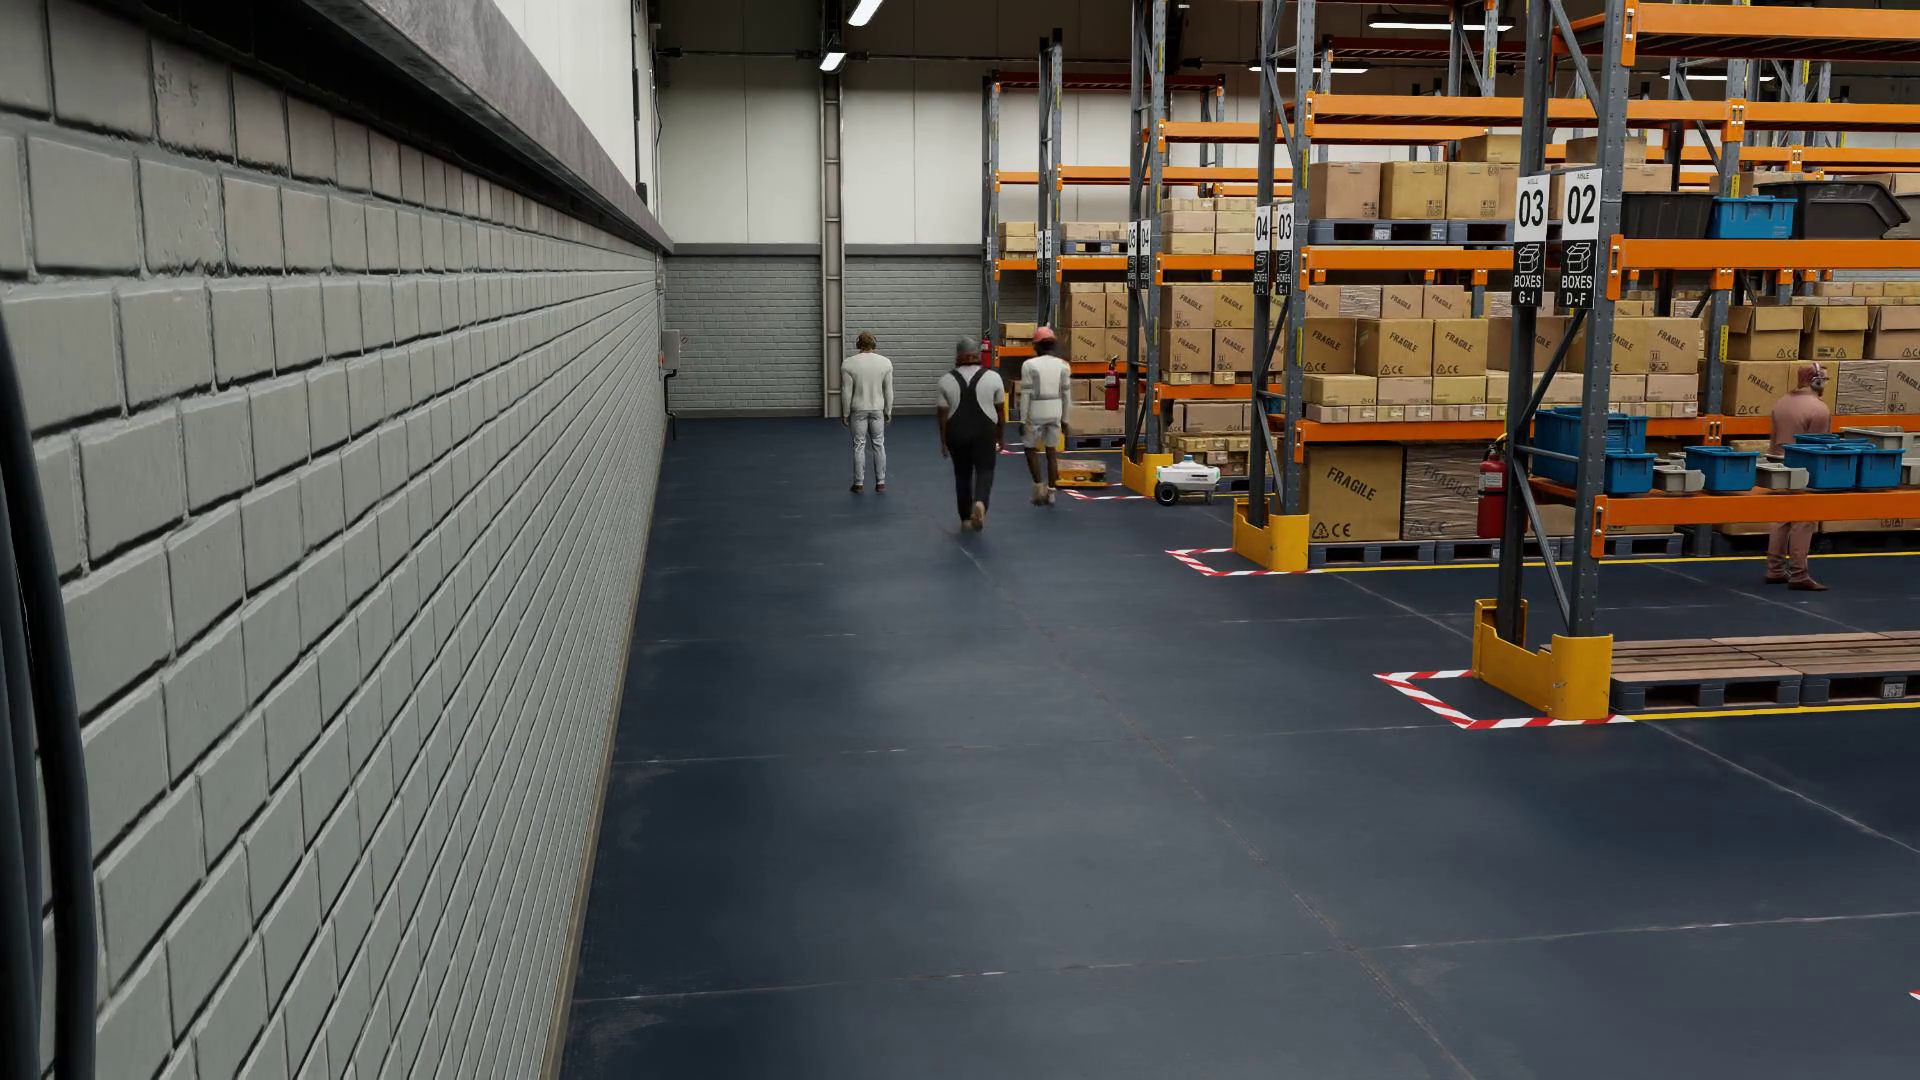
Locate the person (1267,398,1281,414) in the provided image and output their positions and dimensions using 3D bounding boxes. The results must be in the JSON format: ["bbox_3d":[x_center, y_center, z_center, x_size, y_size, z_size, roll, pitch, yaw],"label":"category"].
[{"bbox_3d":[4.380,-2.024,23.234,0.373,1.843,0.570,-5,11,-29],"label":"person"}]

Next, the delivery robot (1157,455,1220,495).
[{"bbox_3d":[2.590,-0.719,18.865,0.707,0.478,0.477,1,9,7],"label":"delivery robot"}]

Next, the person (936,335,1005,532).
[{"bbox_3d":[0.108,-1.080,16.810,0.692,2.000,0.817,1,9,7],"label":"person"}]

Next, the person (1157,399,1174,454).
[{"bbox_3d":[2.492,-1.617,20.691,0.333,1.860,0.509,-4,10,-24],"label":"person"}]

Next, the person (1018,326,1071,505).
[{"bbox_3d":[0.929,-1.400,18.816,0.655,2.024,0.474,-4,10,-24],"label":"person"}]

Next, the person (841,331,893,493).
[{"bbox_3d":[-1.112,-1.530,19.895,0.635,1.939,0.362,-3,10,-16],"label":"person"}]

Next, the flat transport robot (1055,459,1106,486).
[{"bbox_3d":[1.499,-0.846,20.809,0.652,0.197,1.431,1,9,5],"label":"flat transport robot"}]

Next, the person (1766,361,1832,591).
[{"bbox_3d":[7.039,-0.536,13.877,0.403,1.904,0.652,-1,9,-7],"label":"person"}]
